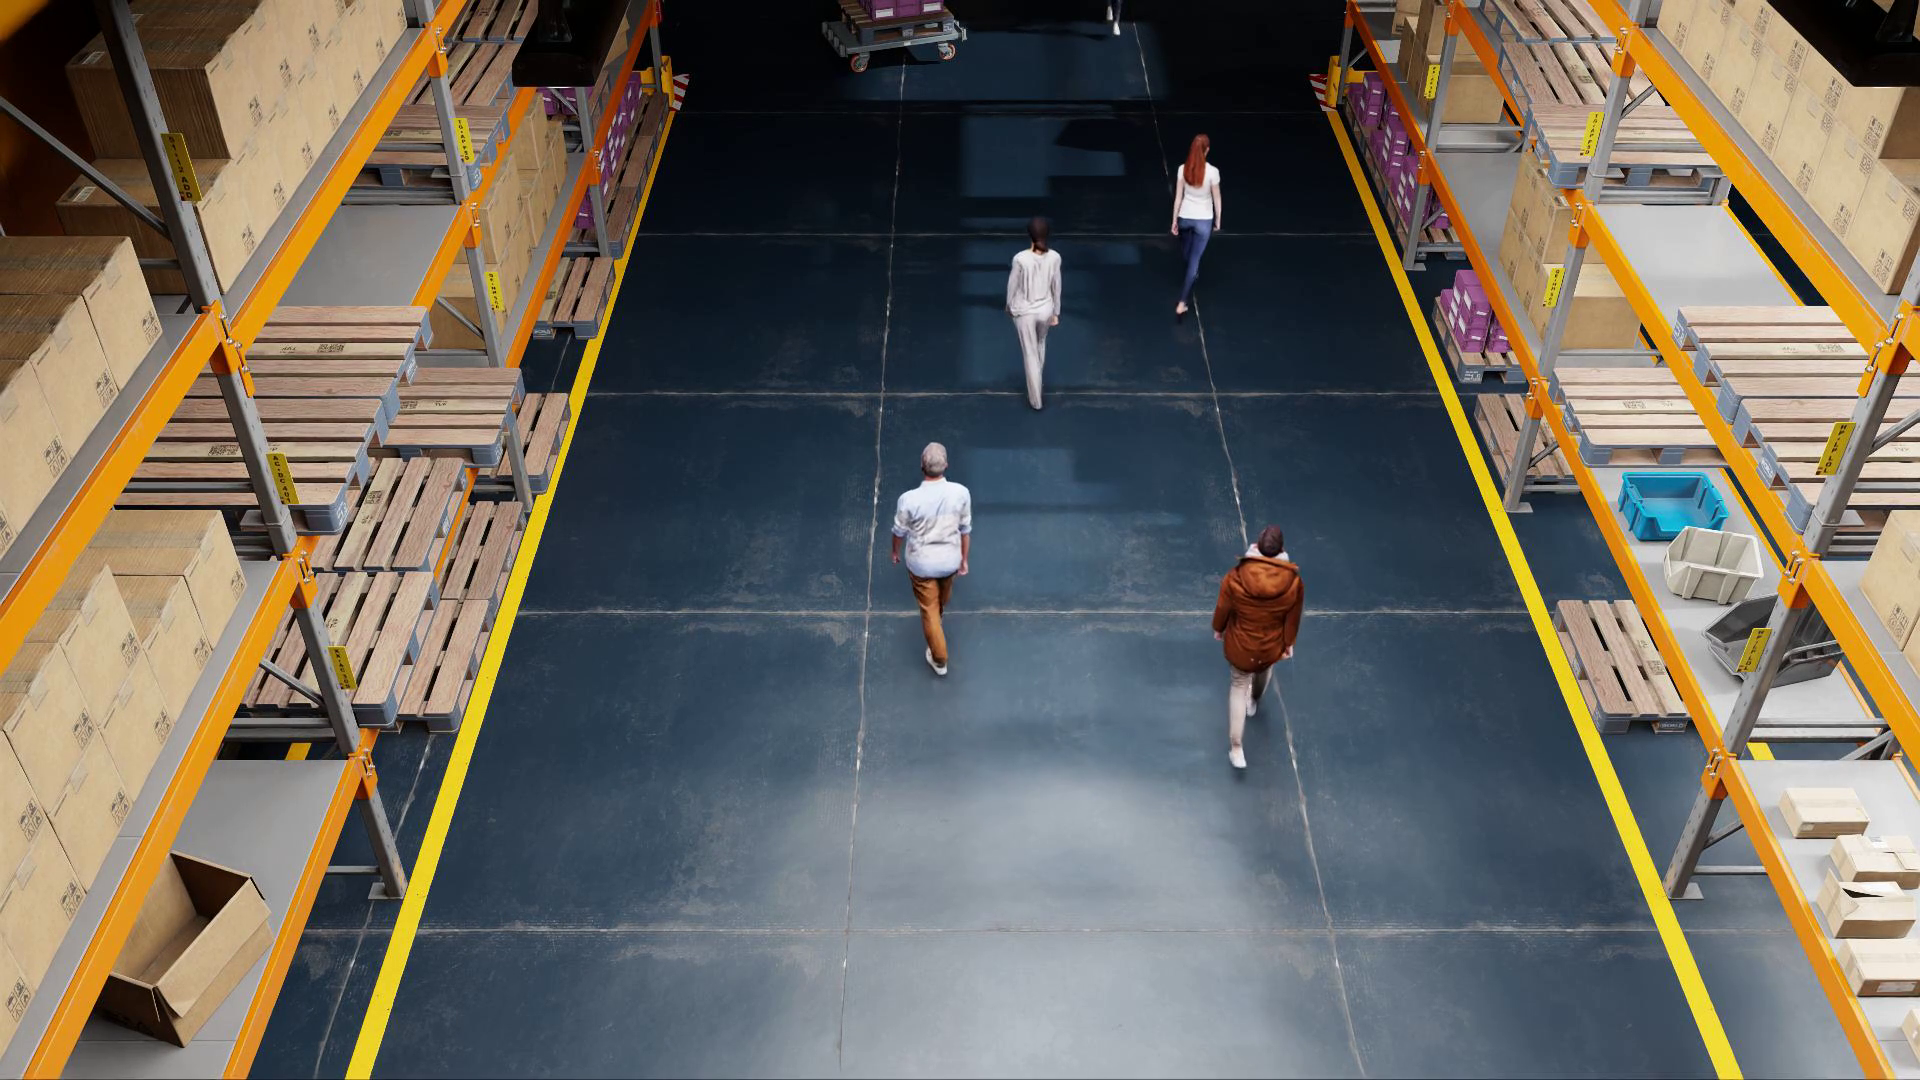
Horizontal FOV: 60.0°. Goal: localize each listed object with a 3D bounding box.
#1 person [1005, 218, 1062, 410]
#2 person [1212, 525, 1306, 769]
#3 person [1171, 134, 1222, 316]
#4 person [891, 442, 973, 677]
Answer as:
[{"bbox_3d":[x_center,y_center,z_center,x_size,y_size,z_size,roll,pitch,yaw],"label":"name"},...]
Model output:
[{"bbox_3d":[0.660,-1.907,14.342,0.715,1.750,0.934,-9,39,-11],"label":"person"},{"bbox_3d":[1.956,0.719,11.010,0.765,1.803,1.136,3,39,4],"label":"person"},{"bbox_3d":[2.192,-2.937,15.678,0.887,1.692,1.228,14,41,16],"label":"person"},{"bbox_3d":[-0.163,0.186,11.691,0.894,1.787,1.161,-11,40,-13],"label":"person"}]
